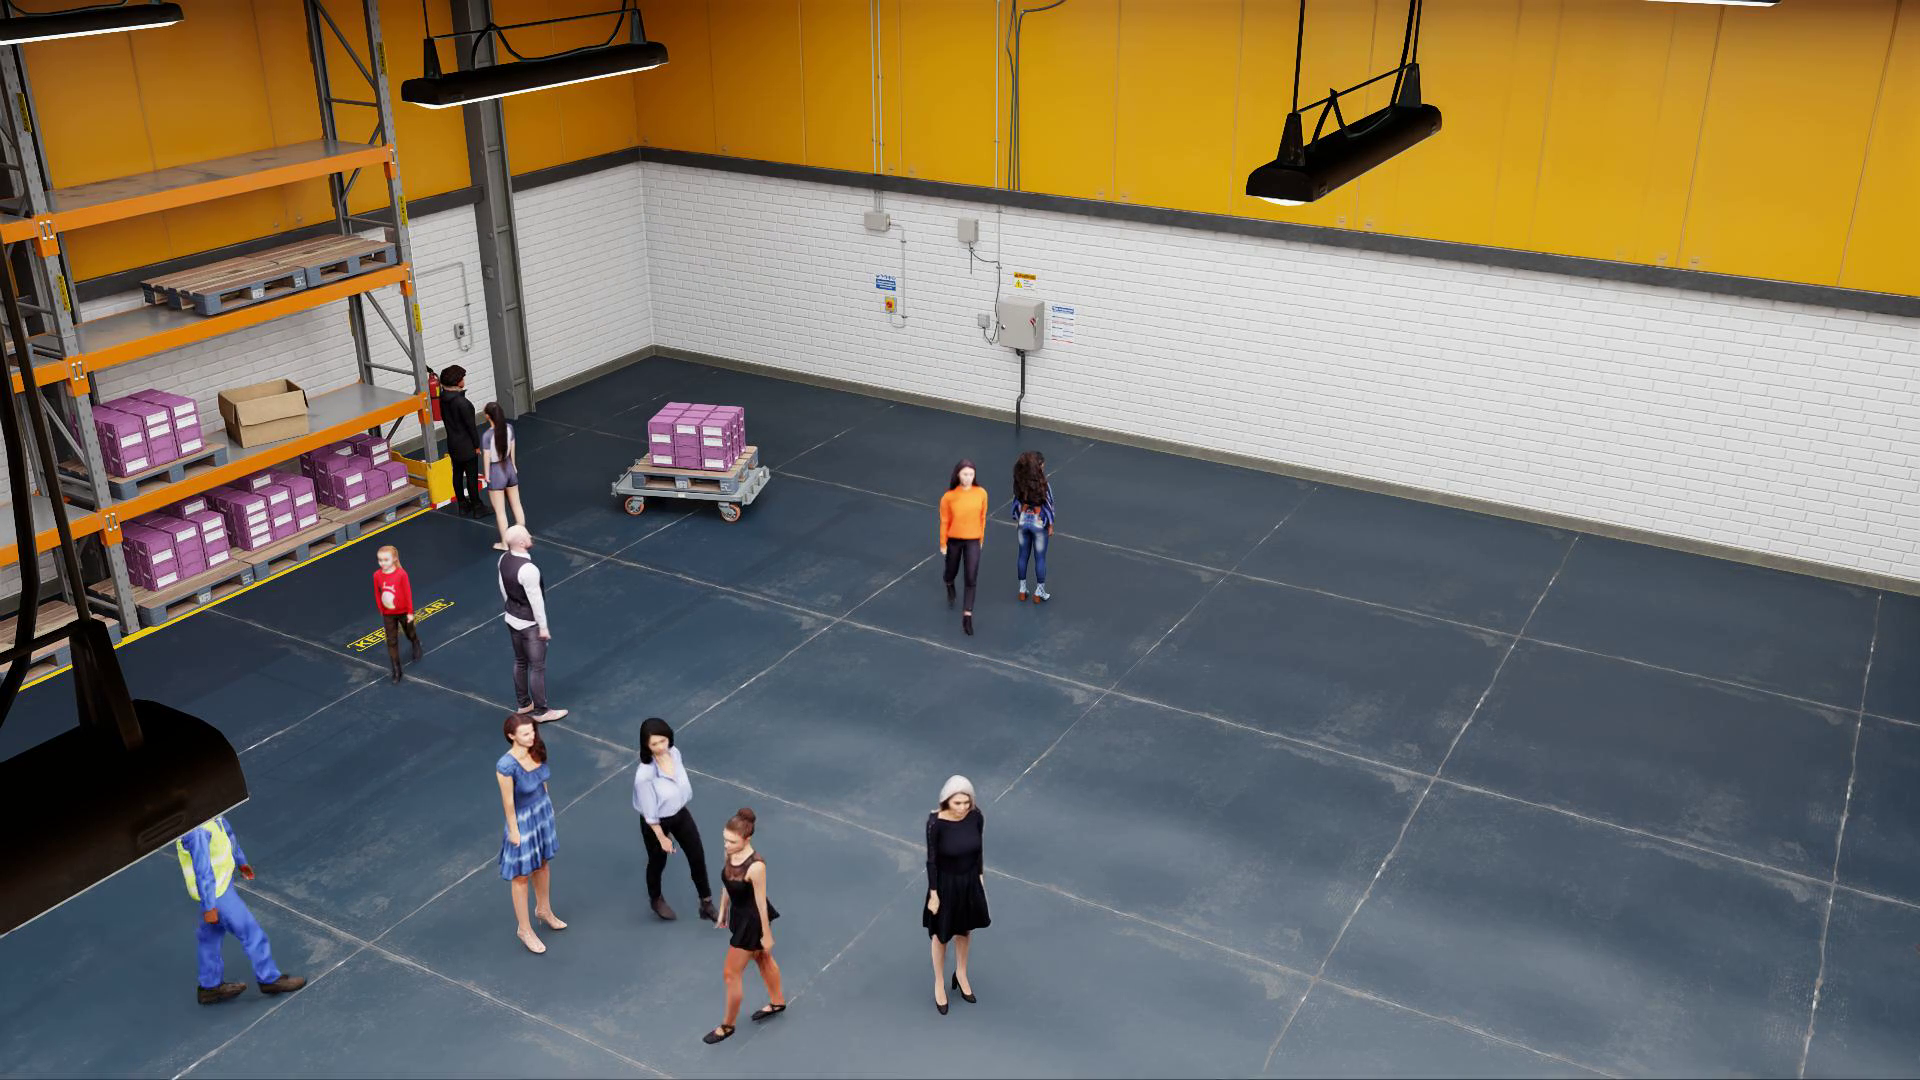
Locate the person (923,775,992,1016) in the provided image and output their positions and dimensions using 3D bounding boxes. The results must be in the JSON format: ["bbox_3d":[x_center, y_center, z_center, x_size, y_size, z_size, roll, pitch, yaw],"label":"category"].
[{"bbox_3d":[-0.030,2.304,10.913,0.664,1.748,0.756,-12,26,-25],"label":"person"}]

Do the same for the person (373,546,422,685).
[{"bbox_3d":[-5.172,0.637,15.329,0.797,1.266,0.913,-3,24,-6],"label":"person"}]

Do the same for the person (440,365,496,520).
[{"bbox_3d":[-5.587,-1.103,18.666,0.622,1.781,0.608,15,28,30],"label":"person"}]

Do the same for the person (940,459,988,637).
[{"bbox_3d":[0.004,0.007,16.209,1.083,1.715,1.180,-4,24,-9],"label":"person"}]

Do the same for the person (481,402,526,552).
[{"bbox_3d":[-4.920,-0.696,17.904,0.651,1.646,0.442,14,27,30],"label":"person"}]

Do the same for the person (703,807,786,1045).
[{"bbox_3d":[-1.278,2.426,10.744,0.967,1.660,0.826,-14,27,-28],"label":"person"}]

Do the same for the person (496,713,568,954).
[{"bbox_3d":[-2.979,2.001,11.537,0.758,1.805,0.560,9,25,20],"label":"person"}]

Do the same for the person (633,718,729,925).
[{"bbox_3d":[-2.142,1.991,11.675,0.741,1.712,0.805,15,28,31],"label":"person"}]

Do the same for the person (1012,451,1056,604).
[{"bbox_3d":[0.734,-0.144,16.679,0.598,1.616,0.536,12,26,26],"label":"person"}]

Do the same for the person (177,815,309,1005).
[{"bbox_3d":[-4.974,2.280,10.911,1.078,1.796,0.993,-9,25,-20],"label":"person"}]

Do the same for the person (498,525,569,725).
[{"bbox_3d":[-3.763,0.722,14.440,0.746,1.822,0.686,22,32,40],"label":"person"}]
